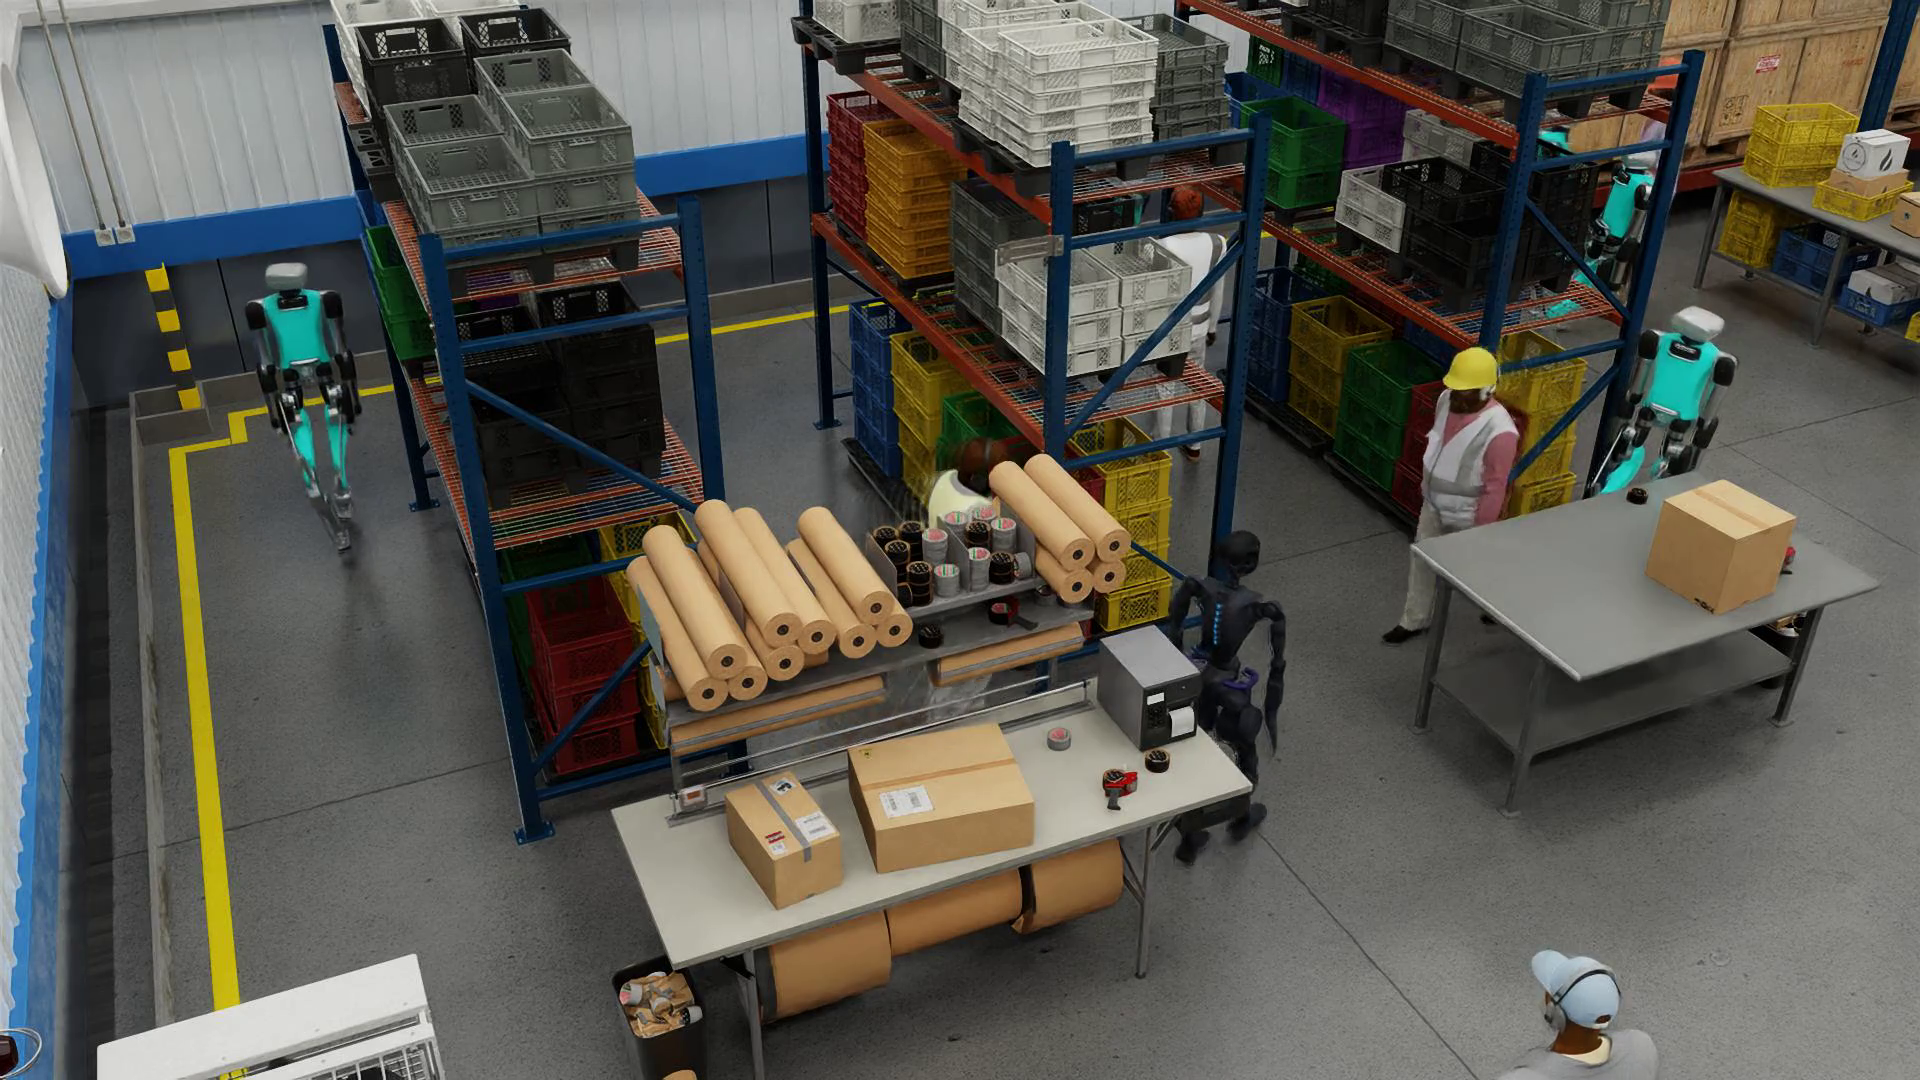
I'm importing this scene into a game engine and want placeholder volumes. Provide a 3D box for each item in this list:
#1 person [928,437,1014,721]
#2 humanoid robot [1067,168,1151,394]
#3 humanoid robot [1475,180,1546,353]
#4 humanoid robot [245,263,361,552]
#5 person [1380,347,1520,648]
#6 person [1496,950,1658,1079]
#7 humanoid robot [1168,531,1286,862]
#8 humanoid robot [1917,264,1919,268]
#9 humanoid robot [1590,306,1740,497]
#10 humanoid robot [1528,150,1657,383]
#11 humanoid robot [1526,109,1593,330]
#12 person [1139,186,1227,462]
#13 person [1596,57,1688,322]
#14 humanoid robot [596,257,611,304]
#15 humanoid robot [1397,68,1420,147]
[{"bbox_3d":[0.093,0.298,8.018,0.582,1.811,0.638,-8,33,-13],"label":"person"},{"bbox_3d":[0.847,-1.708,11.409,0.793,1.832,0.548,21,37,30],"label":"humanoid robot"},{"bbox_3d":[3.748,-1.737,11.434,0.599,1.657,0.315,-4,32,-7],"label":"humanoid robot"},{"bbox_3d":[-3.735,-0.698,9.682,0.543,1.717,0.978,-13,34,-20],"label":"humanoid robot"},{"bbox_3d":[2.716,-0.219,8.863,0.712,1.808,0.595,-12,34,-19],"label":"person"},{"bbox_3d":[1.795,1.999,5.213,0.597,1.850,0.397,-13,34,-20],"label":"person"},{"bbox_3d":[1.186,0.687,7.520,0.594,1.641,0.587,19,36,27],"label":"humanoid robot"},{"bbox_3d":[7.952,-2.762,13.123,0.610,1.648,0.382,-7,32,-12],"label":"humanoid robot"},{"bbox_3d":[3.804,-0.402,9.243,0.565,1.757,0.970,26,40,35],"label":"humanoid robot"},{"bbox_3d":[4.313,-1.907,11.571,0.745,1.685,0.532,-1,32,-2],"label":"humanoid robot"},{"bbox_3d":[4.528,-2.304,12.357,0.711,1.828,0.554,11,33,17],"label":"humanoid robot"},{"bbox_3d":[1.389,-1.339,10.606,0.573,1.882,0.361,-9,33,-14],"label":"person"},{"bbox_3d":[5.175,-2.630,12.561,0.391,2.040,0.607,1,32,1],"label":"person"},{"bbox_3d":[-2.318,-1.404,10.903,0.408,1.635,0.603,-1,32,-1],"label":"humanoid robot"},{"bbox_3d":[3.660,-3.254,13.900,0.315,1.655,0.599,1,32,1],"label":"humanoid robot"}]
